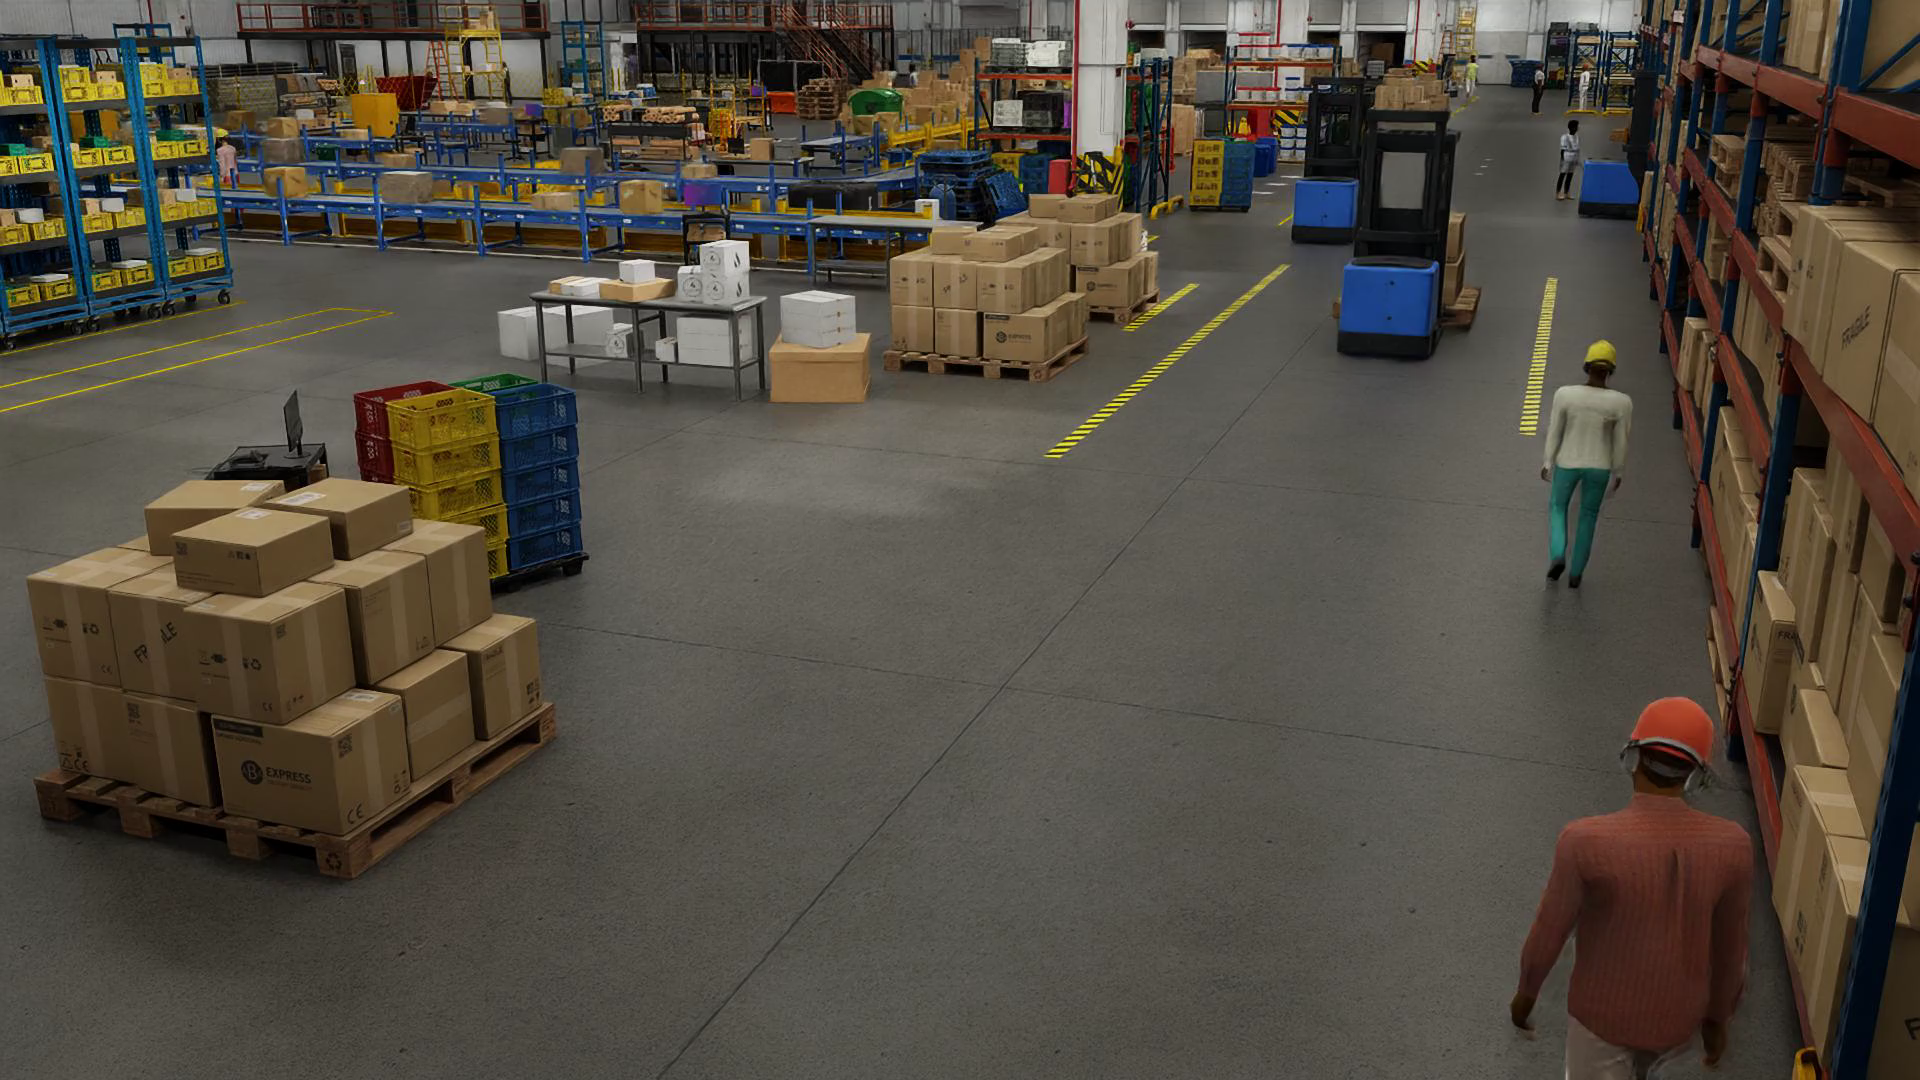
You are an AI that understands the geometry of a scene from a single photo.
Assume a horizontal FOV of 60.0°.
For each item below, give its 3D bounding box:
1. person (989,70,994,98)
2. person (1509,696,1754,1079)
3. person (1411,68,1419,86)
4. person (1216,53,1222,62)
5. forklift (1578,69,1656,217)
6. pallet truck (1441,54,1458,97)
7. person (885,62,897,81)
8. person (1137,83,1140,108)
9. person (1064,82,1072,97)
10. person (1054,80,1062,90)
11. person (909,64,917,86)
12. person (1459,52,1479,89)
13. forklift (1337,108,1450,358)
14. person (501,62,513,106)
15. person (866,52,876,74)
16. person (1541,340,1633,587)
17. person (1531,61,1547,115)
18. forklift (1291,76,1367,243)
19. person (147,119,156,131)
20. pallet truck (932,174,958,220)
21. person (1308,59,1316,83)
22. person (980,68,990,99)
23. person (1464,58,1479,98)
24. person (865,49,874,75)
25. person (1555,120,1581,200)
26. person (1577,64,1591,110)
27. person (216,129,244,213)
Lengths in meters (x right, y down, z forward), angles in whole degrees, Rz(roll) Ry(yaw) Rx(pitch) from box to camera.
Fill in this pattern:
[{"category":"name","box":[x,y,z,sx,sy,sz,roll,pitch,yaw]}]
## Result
[{"category":"person","box":[1.248,-17.317,64.377,0.327,1.767,0.533,-2,18,-7]},{"category":"person","box":[2.074,1.428,5.189,0.609,1.941,0.710,-3,18,-10]},{"category":"person","box":[17.293,-16.970,63.158,0.794,1.849,0.529,-5,18,-14]},{"category":"person","box":[12.782,-23.220,82.665,0.415,1.921,0.557,-6,19,-19]},{"category":"forklift","box":[13.219,-7.740,32.475,1.873,2.768,1.129,6,19,18]},{"category":"pallet truck","box":[22.765,-21.886,78.355,0.823,1.965,1.885,-4,18,-14]},{"category":"person","box":[-2.887,-18.761,68.660,0.606,1.928,0.971,-9,20,-26]},{"category":"person","box":[6.062,-14.660,56.316,0.501,1.586,0.859,6,19,18]},{"category":"person","box":[3.334,-13.331,51.791,0.609,1.808,0.729,7,19,21]},{"category":"person","box":[4.457,-21.097,76.128,0.801,1.841,0.531,-2,18,-5]},{"category":"person","box":[-1.832,-18.140,66.771,0.853,1.890,0.598,2,18,5]},{"category":"person","box":[26.641,-24.542,86.901,0.974,1.879,0.577,11,21,31]},{"category":"forklift","box":[5.225,-3.705,19.796,1.129,2.768,1.873,6,19,19]},{"category":"person","box":[-19.435,-19.523,71.183,0.342,1.842,0.506,11,21,30]},{"category":"person","box":[-5.287,-28.027,97.780,0.650,1.910,0.923,-8,19,-23]},{"category":"person","box":[4.373,-0.531,11.643,0.558,1.751,0.360,7,19,20]},{"category":"person","box":[22.695,-17.685,65.086,0.539,2.000,0.689,1,18,3]},{"category":"forklift","box":[6.598,-6.755,29.381,1.129,2.768,1.873,6,19,19]},{"category":"person","box":[-23.986,-12.528,48.917,0.681,2.023,0.621,-13,22,-35]},{"category":"pallet truck","box":[-0.507,-5.292,27.348,0.653,1.274,1.630,6,19,19]},{"category":"person","box":[19.756,-26.632,93.269,0.372,1.997,0.611,6,19,19]},{"category":"person","box":[0.924,-16.837,62.621,0.579,1.917,0.560,14,23,38]},{"category":"person","box":[23.902,-21.604,77.746,0.643,1.827,0.503,4,18,13]},{"category":"person","box":[-5.217,-27.327,95.693,0.851,1.855,0.577,1,18,2]},{"category":"person","box":[13.067,-8.148,35.679,0.540,1.695,0.317,-9,20,-26]},{"category":"person","box":[24.802,-17.954,66.189,0.573,1.883,0.355,-14,23,-38]},{"category":"person","box":[-14.021,-6.974,31.875,0.327,1.769,0.525,4,18,12]}]
